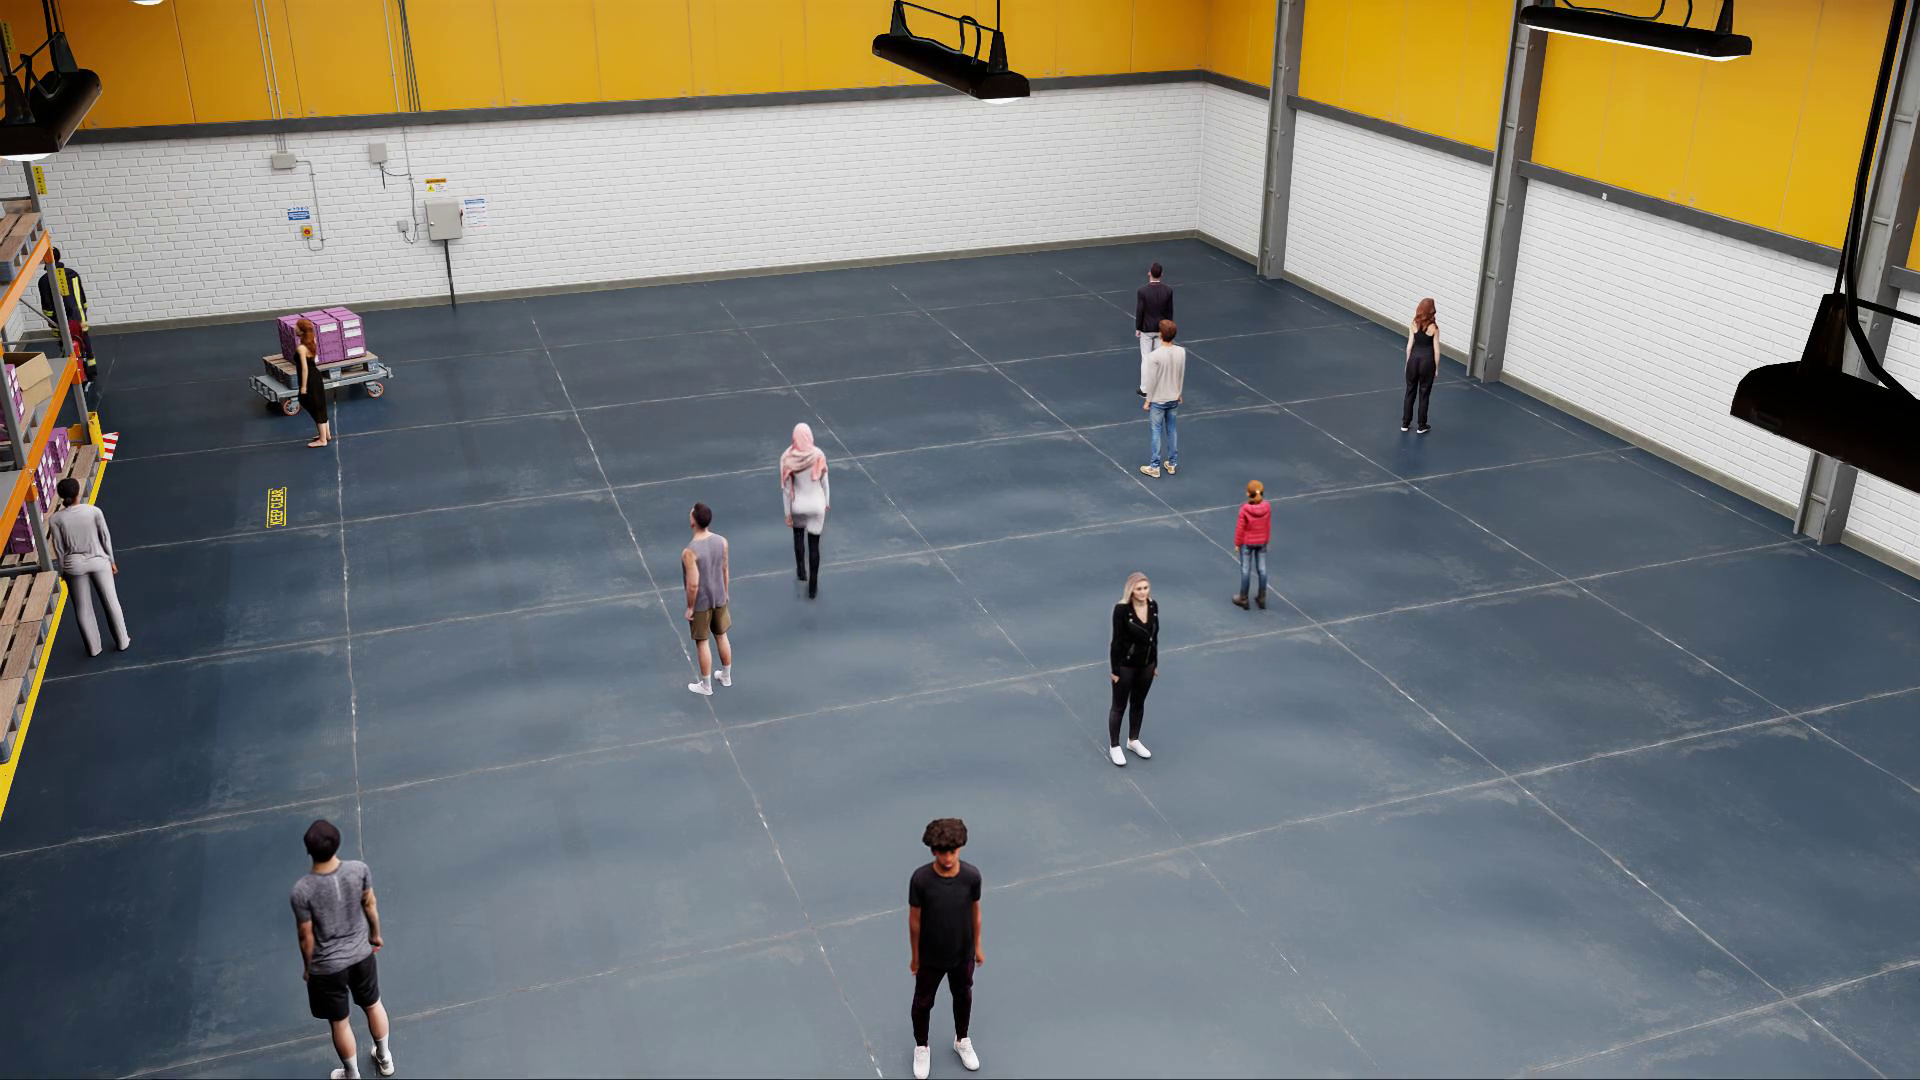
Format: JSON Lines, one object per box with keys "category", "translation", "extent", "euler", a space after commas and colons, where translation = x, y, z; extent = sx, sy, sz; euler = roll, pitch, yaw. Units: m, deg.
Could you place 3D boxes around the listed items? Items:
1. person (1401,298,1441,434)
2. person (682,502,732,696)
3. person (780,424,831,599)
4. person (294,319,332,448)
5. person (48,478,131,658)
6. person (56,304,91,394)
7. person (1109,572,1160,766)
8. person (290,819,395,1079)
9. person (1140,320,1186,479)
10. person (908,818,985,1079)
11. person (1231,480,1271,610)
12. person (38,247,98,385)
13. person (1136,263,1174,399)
{"category": "person", "translation": [5.858, -2.226, 21.143], "extent": [0.643, 1.748, 0.721], "euler": [14, 27, 28]}
{"category": "person", "translation": [-2.256, 0.522, 14.821], "extent": [0.728, 1.847, 0.717], "euler": [21, 31, 39]}
{"category": "person", "translation": [-1.522, -0.264, 16.616], "extent": [0.764, 1.779, 0.945], "euler": [-2, 24, -4]}
{"category": "person", "translation": [-8.072, -1.968, 20.707], "extent": [0.698, 1.625, 0.591], "euler": [-1, 24, -3]}
{"category": "person", "translation": [-8.146, 0.243, 15.509], "extent": [0.670, 1.736, 0.581], "euler": [-13, 27, -27]}
{"category": "person", "translation": [-11.994, -2.579, 22.578], "extent": [0.799, 1.247, 0.717], "euler": [14, 27, 29]}
{"category": "person", "translation": [1.431, 1.039, 13.752], "extent": [0.616, 1.685, 0.554], "euler": [-10, 26, -22]}
{"category": "person", "translation": [-3.761, 2.528, 10.114], "extent": [0.699, 1.871, 0.733], "euler": [22, 32, 40]}
{"category": "person", "translation": [2.423, -1.677, 19.690], "extent": [0.667, 1.905, 0.598], "euler": [-11, 26, -23]}
{"category": "person", "translation": [-0.093, 2.495, 10.297], "extent": [0.646, 1.784, 0.601], "euler": [-6, 24, -12]}
{"category": "person", "translation": [2.921, 0.040, 16.506], "extent": [0.542, 1.310, 0.534], "euler": [-4, 24, -10]}
{"category": "person", "translation": [-12.301, -3.099, 22.916], "extent": [0.911, 1.928, 0.890], "euler": [15, 28, 30]}
{"category": "person", "translation": [2.606, -2.830, 22.405], "extent": [0.702, 1.844, 0.638], "euler": [-3, 24, -6]}
